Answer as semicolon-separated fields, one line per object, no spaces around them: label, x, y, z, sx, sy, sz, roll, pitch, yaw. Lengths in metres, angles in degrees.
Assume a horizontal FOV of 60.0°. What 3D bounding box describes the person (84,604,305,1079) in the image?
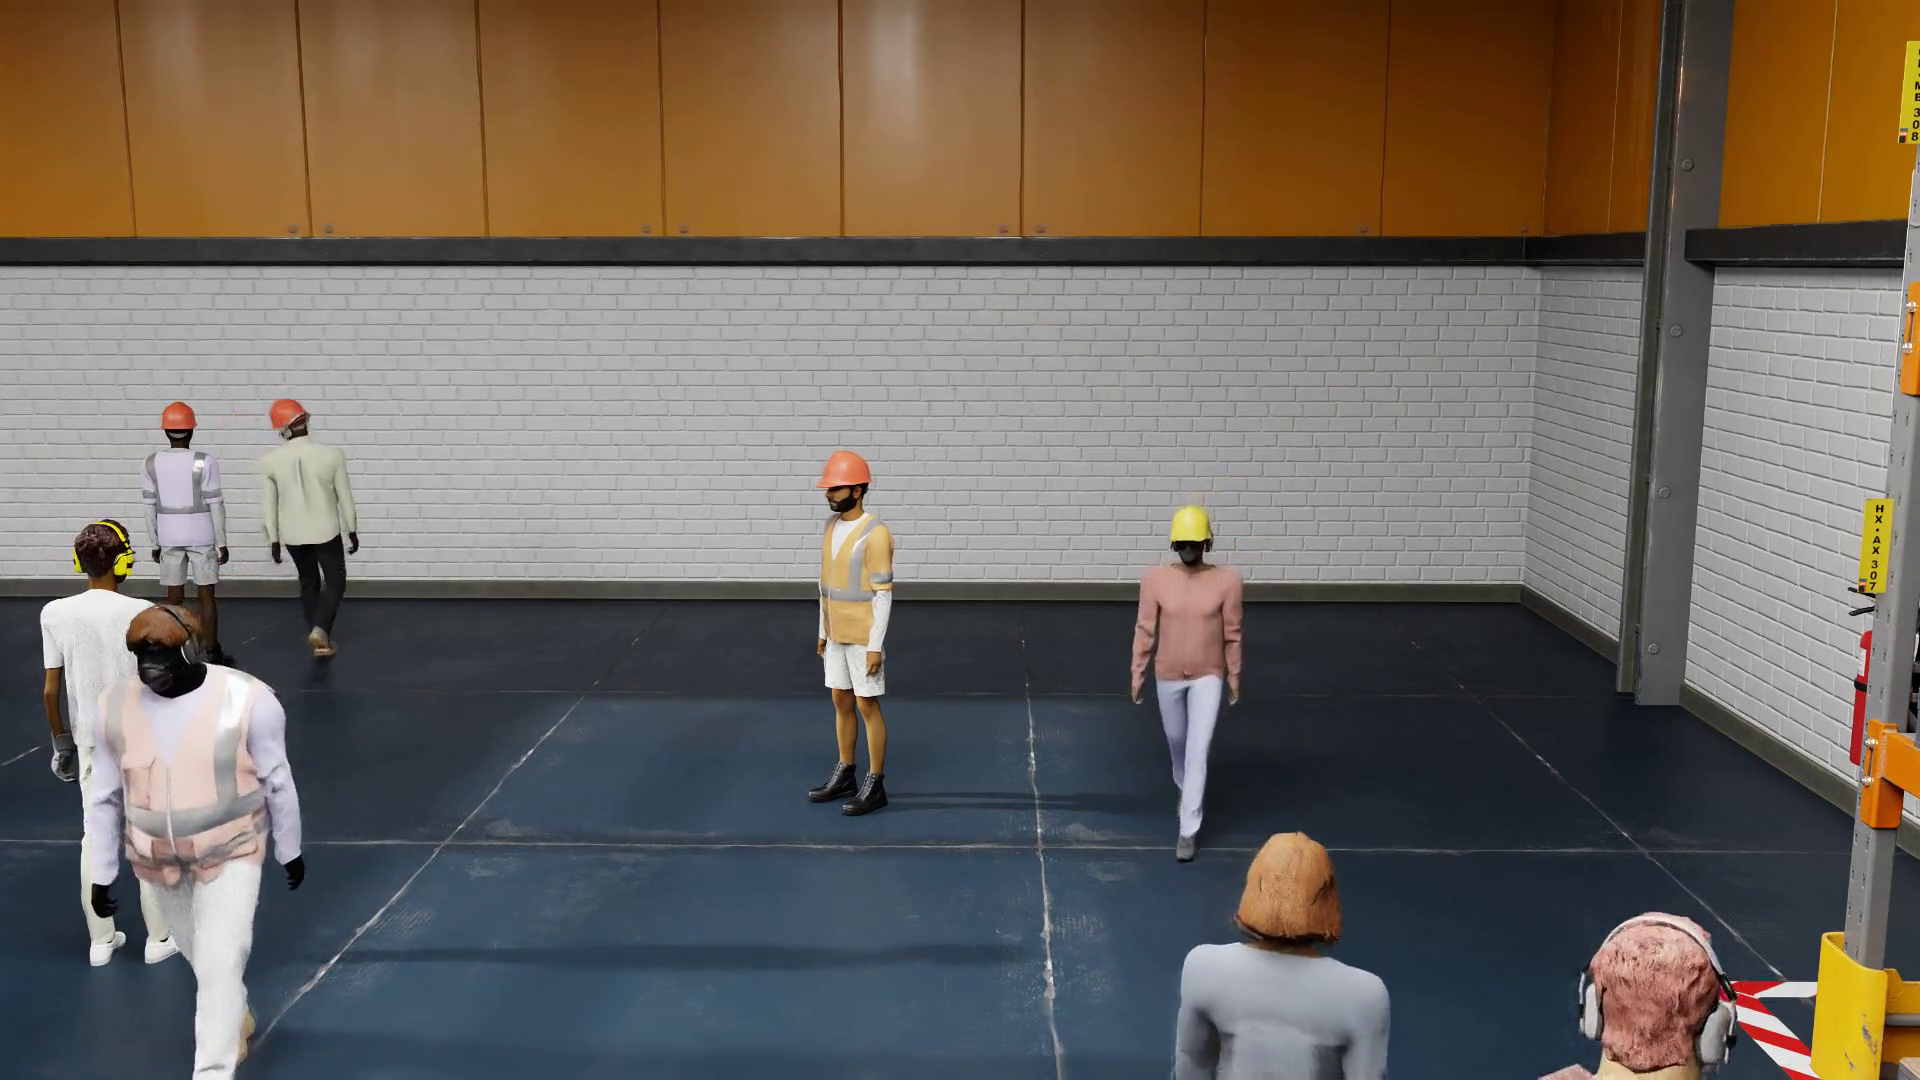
person;-2.638;1.083;5.751;0.658;1.791;0.967;-1;9;-3

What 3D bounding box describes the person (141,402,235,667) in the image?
person;-5.498;-0.015;11.853;0.552;1.942;0.342;-1;9;-4

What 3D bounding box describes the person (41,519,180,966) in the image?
person;-3.515;0.845;6.927;0.532;1.868;0.310;0;9;-3

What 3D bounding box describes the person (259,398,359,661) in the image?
person;-4.711;-0.056;12.081;0.642;1.950;0.690;-1;10;-7

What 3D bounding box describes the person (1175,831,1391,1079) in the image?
person;0.787;1.459;4.027;0.523;1.592;0.801;4;10;22

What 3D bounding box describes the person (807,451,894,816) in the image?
person;-0.587;0.490;8.847;0.361;1.938;0.545;-8;12;-40

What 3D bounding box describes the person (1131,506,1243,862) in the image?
person;1.156;0.665;8.442;0.540;1.722;0.908;3;10;16

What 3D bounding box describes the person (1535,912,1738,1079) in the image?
person;1.175;1.532;2.813;0.656;1.862;0.907;7;12;38
